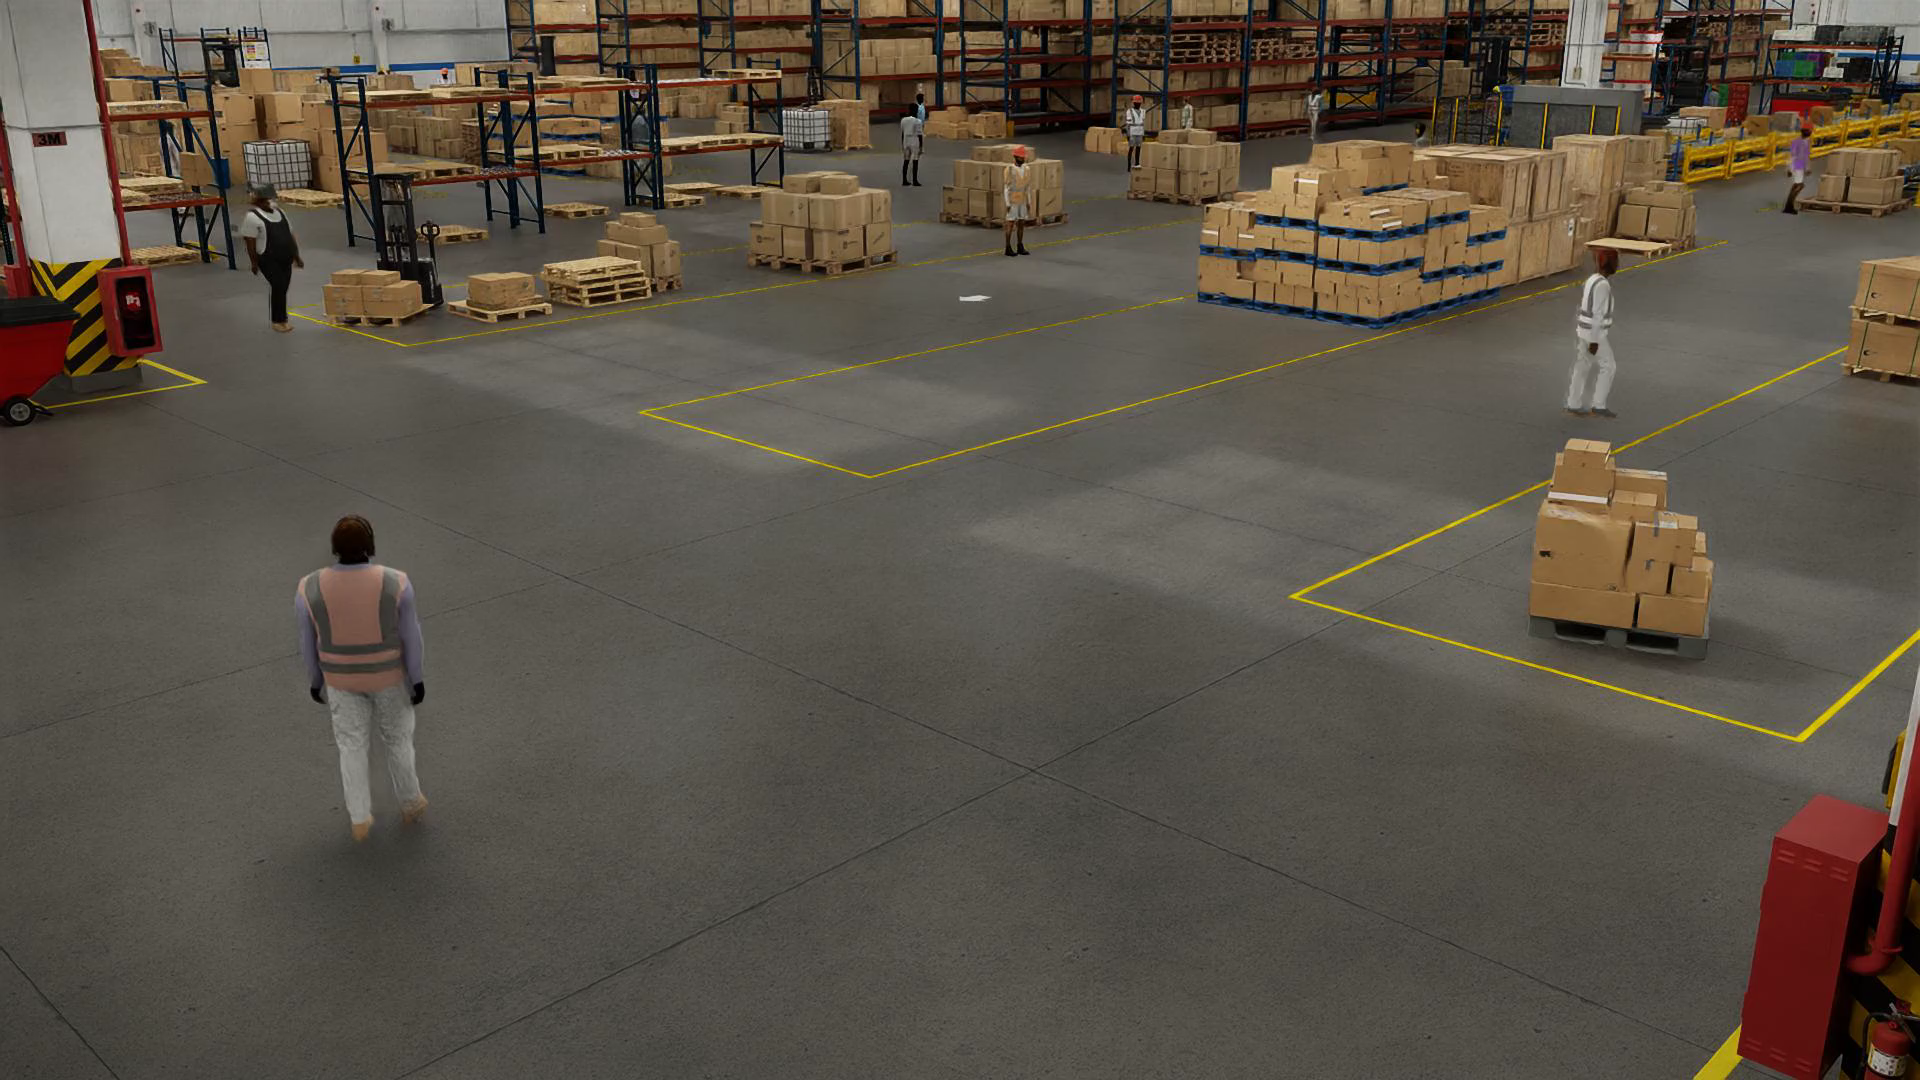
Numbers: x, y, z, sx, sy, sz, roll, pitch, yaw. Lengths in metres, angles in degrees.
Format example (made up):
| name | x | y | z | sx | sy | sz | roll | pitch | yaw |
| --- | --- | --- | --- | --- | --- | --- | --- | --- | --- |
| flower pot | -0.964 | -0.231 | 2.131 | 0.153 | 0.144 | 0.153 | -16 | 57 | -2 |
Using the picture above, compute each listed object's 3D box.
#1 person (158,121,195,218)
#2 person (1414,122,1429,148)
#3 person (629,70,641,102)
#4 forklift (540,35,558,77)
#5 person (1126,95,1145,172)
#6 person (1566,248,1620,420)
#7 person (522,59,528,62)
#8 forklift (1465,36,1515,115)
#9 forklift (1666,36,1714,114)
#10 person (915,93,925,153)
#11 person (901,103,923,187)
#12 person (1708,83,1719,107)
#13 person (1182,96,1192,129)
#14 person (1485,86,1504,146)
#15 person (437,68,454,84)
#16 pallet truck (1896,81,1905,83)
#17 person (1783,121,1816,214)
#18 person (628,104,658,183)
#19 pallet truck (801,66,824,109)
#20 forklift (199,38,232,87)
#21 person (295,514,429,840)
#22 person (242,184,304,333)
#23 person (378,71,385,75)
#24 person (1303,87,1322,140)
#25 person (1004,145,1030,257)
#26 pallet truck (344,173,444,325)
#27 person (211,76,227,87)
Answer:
| name | x | y | z | sx | sy | sz | roll | pitch | yaw |
| --- | --- | --- | --- | --- | --- | --- | --- | --- | --- |
| person | -16.147 | -7.609 | 34.180 | 0.631 | 1.940 | 0.372 | 12 | 22 | 32 |
| person | 9.741 | -7.859 | 35.075 | 0.527 | 1.852 | 0.624 | -16 | 24 | -40 |
| person | -11.014 | -14.856 | 56.062 | 0.594 | 1.911 | 0.386 | -14 | 23 | -35 |
| forklift | -15.506 | -17.626 | 62.887 | 1.873 | 2.768 | 1.129 | 0 | 18 | -1 |
| person | 4.528 | -10.430 | 42.680 | 0.551 | 1.936 | 0.359 | -10 | 21 | -27 |
| person | 7.006 | -2.227 | 18.075 | 0.677 | 1.862 | 0.615 | 2 | 19 | 7 |
| person | -16.261 | -17.035 | 62.488 | 0.379 | 1.996 | 0.611 | 8 | 20 | 22 |
| forklift | 19.973 | -17.201 | 61.605 | 1.873 | 2.768 | 1.129 | 16 | 24 | 40 |
| forklift | 27.341 | -17.291 | 61.877 | 1.129 | 2.768 | 1.873 | 17 | 25 | 41 |
| person | -1.165 | -11.848 | 47.342 | 0.322 | 1.691 | 0.533 | 7 | 20 | 21 |
| person | -1.133 | -9.370 | 39.465 | 0.606 | 1.957 | 0.383 | 12 | 22 | 33 |
| person | 24.139 | -13.807 | 53.331 | 0.289 | 1.633 | 0.498 | -3 | 19 | -8 |
| person | 6.422 | -11.734 | 47.071 | 0.312 | 1.642 | 0.512 | 7 | 20 | 21 |
| person | 15.859 | -12.573 | 49.405 | 0.525 | 1.769 | 0.310 | 8 | 20 | 22 |
| person | -17.591 | -15.190 | 57.025 | 0.547 | 1.934 | 0.376 | -7 | 20 | -21 |
| pallet truck | 34.802 | -16.331 | 61.455 | 0.653 | 1.274 | 1.630 | 17 | 25 | 41 |
| person | 17.486 | -7.737 | 34.603 | 0.556 | 1.919 | 0.527 | -17 | 25 | -41 |
| person | -7.672 | -9.539 | 40.066 | 0.634 | 1.911 | 0.974 | 17 | 25 | 42 |
| pallet truck | -4.812 | -15.182 | 56.903 | 0.823 | 1.965 | 1.885 | -9 | 21 | -26 |
| forklift | -26.756 | -16.688 | 60.060 | 1.873 | 2.768 | 1.129 | 17 | 25 | 41 |
| person | -3.265 | 0.749 | 9.163 | 0.634 | 1.841 | 0.429 | -4 | 19 | -11 |
| person | -9.299 | -3.855 | 22.708 | 0.598 | 2.000 | 0.691 | 6 | 19 | 18 |
| person | -19.636 | -15.034 | 56.703 | 0.429 | 1.839 | 0.634 | 7 | 20 | 20 |
| person | 10.956 | -13.293 | 51.831 | 0.783 | 1.606 | 0.529 | -17 | 25 | -42 |
| person | 1.032 | -5.951 | 29.209 | 0.542 | 1.928 | 0.400 | -14 | 23 | -36 |
| pallet truck | -8.209 | -4.181 | 23.757 | 0.823 | 1.965 | 1.885 | 3 | 19 | 9 |
| person | -23.460 | -13.742 | 52.738 | 0.996 | 1.903 | 0.637 | 17 | 25 | 41 |
